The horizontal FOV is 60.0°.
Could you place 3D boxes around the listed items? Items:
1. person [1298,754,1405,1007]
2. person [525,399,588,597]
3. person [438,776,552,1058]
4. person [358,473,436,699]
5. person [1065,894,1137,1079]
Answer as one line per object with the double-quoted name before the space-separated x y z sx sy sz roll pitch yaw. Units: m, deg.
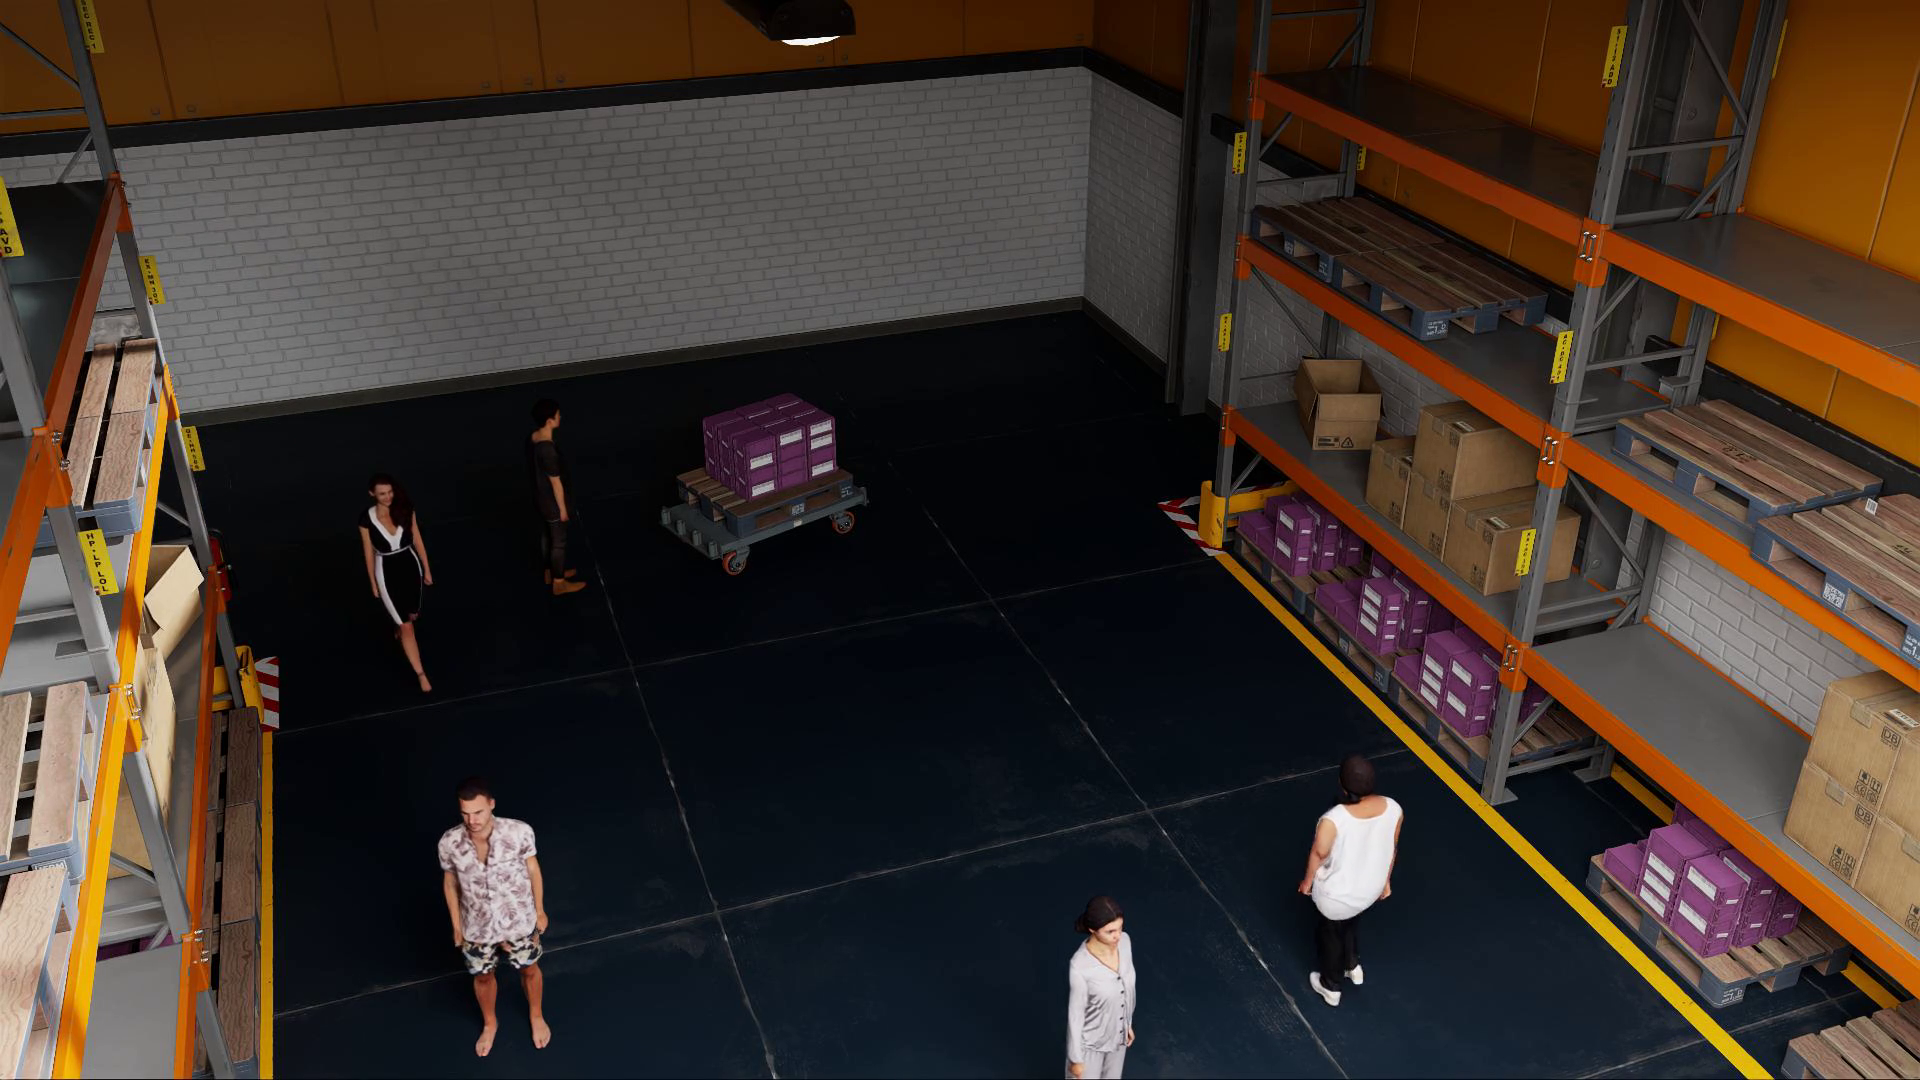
"person" 2.207 1.961 9.409 0.664 1.675 0.624 -12 31 -21
"person" -3.363 -0.360 13.624 0.721 1.712 0.558 -18 33 -29
"person" -2.539 2.036 9.124 0.702 1.814 0.604 -5 29 -9
"person" -4.201 0.280 12.396 0.820 1.765 1.173 -20 34 -32
"person" 0.680 2.481 8.353 0.660 1.772 0.656 -25 37 -38
